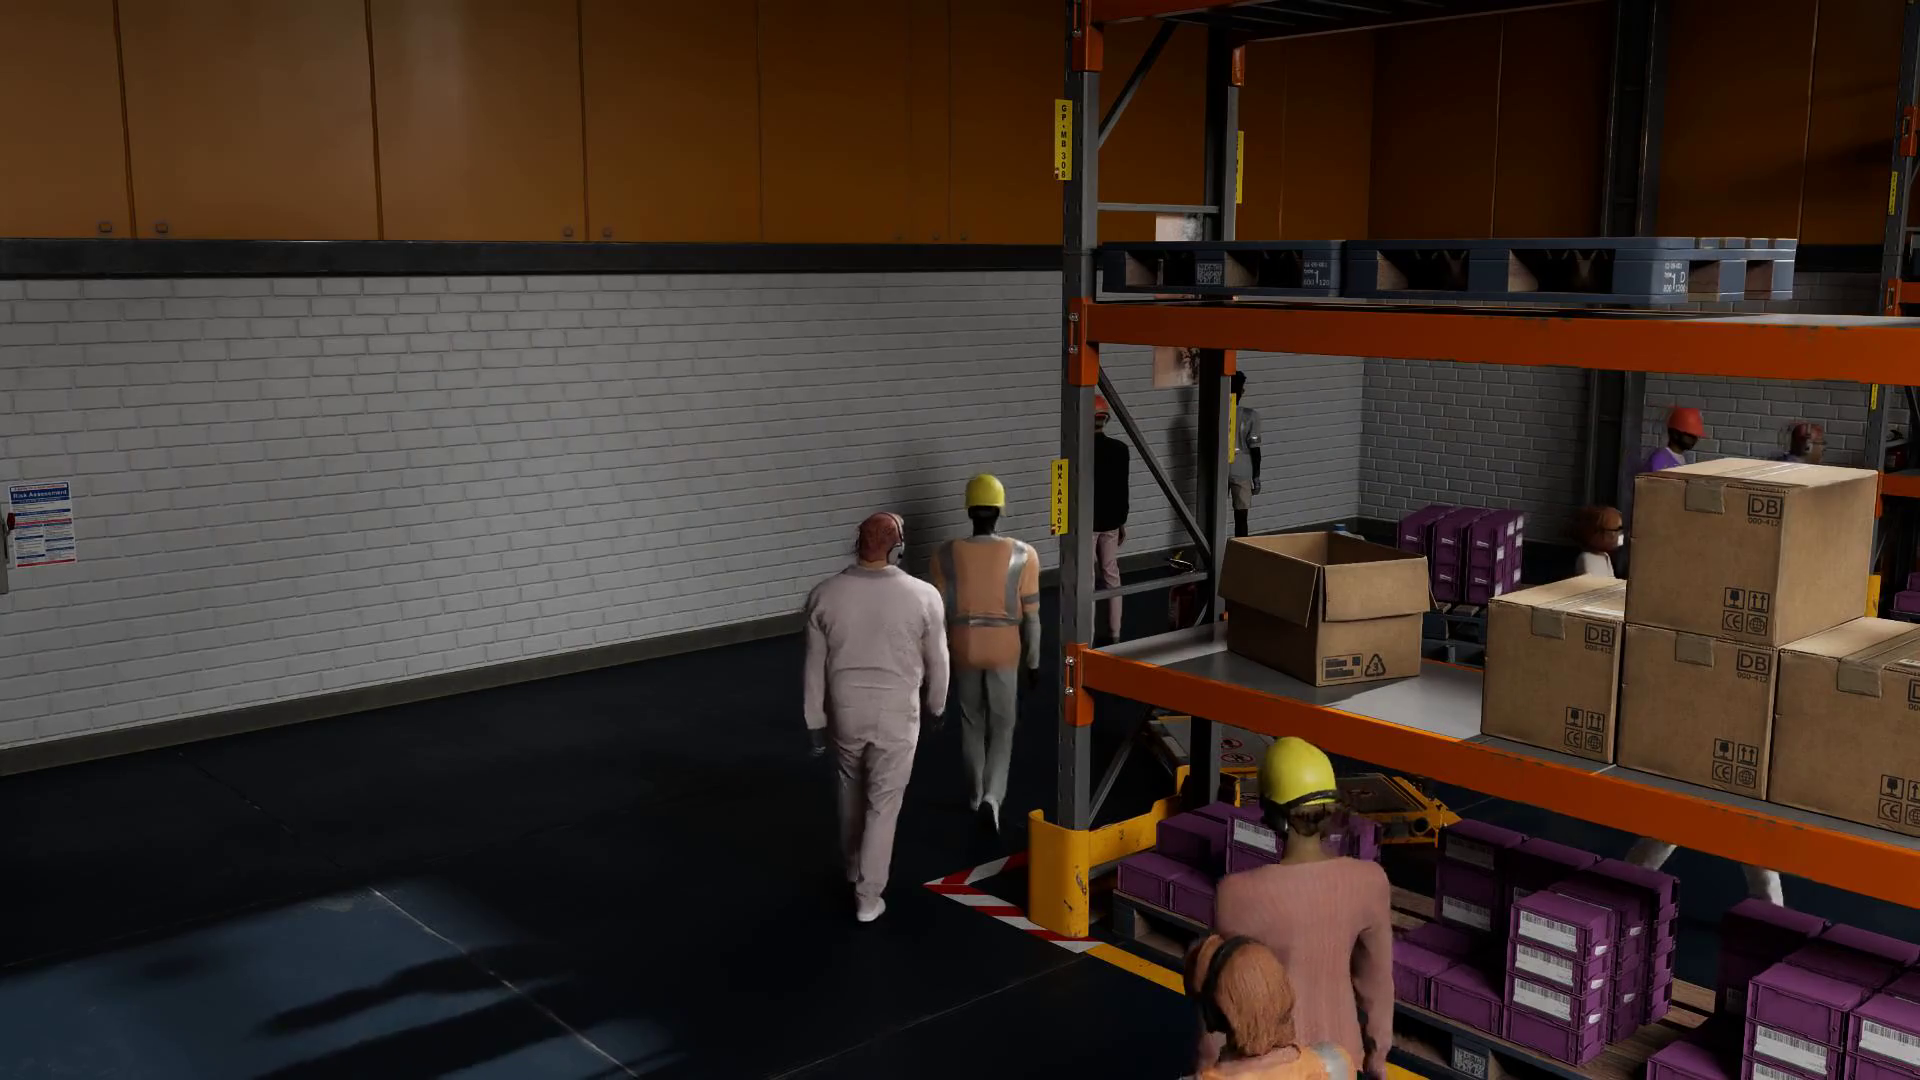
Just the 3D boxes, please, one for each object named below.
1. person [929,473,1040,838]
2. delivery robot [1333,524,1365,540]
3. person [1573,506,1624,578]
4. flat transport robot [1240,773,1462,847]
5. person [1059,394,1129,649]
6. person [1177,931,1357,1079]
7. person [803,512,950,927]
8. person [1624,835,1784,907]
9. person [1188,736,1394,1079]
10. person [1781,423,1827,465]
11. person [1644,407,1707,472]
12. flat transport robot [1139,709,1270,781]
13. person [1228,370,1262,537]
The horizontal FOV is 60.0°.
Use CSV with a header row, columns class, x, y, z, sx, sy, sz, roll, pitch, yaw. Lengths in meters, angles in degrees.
class,x,y,z,sx,sy,sz,roll,pitch,yaw
person,0.127,0.601,8.784,0.587,1.905,0.824,1,10,6
delivery robot,3.510,0.093,15.402,0.477,0.478,0.707,5,11,26
person,3.655,0.609,9.535,0.361,1.621,0.509,7,12,35
flat transport robot,1.886,1.424,8.715,1.431,0.197,0.652,-1,10,-6
person,1.017,-0.126,12.758,0.623,1.989,0.401,-6,12,-33
person,0.658,1.640,3.545,0.518,1.606,0.771,-2,10,-14
person,-0.363,0.789,7.762,0.650,1.867,0.865,2,10,12
person,3.324,0.977,7.474,0.916,1.589,0.524,8,13,40
person,0.897,1.400,4.524,0.525,1.752,0.455,-4,10,-22
person,5.985,0.097,11.878,1.010,1.852,0.660,5,11,28
person,5.517,-0.077,12.775,0.944,1.879,0.582,8,13,40
flat transport robot,1.509,1.256,9.700,0.652,0.197,1.431,-1,10,-6
person,2.578,-0.636,15.820,0.606,1.966,0.367,5,11,27
